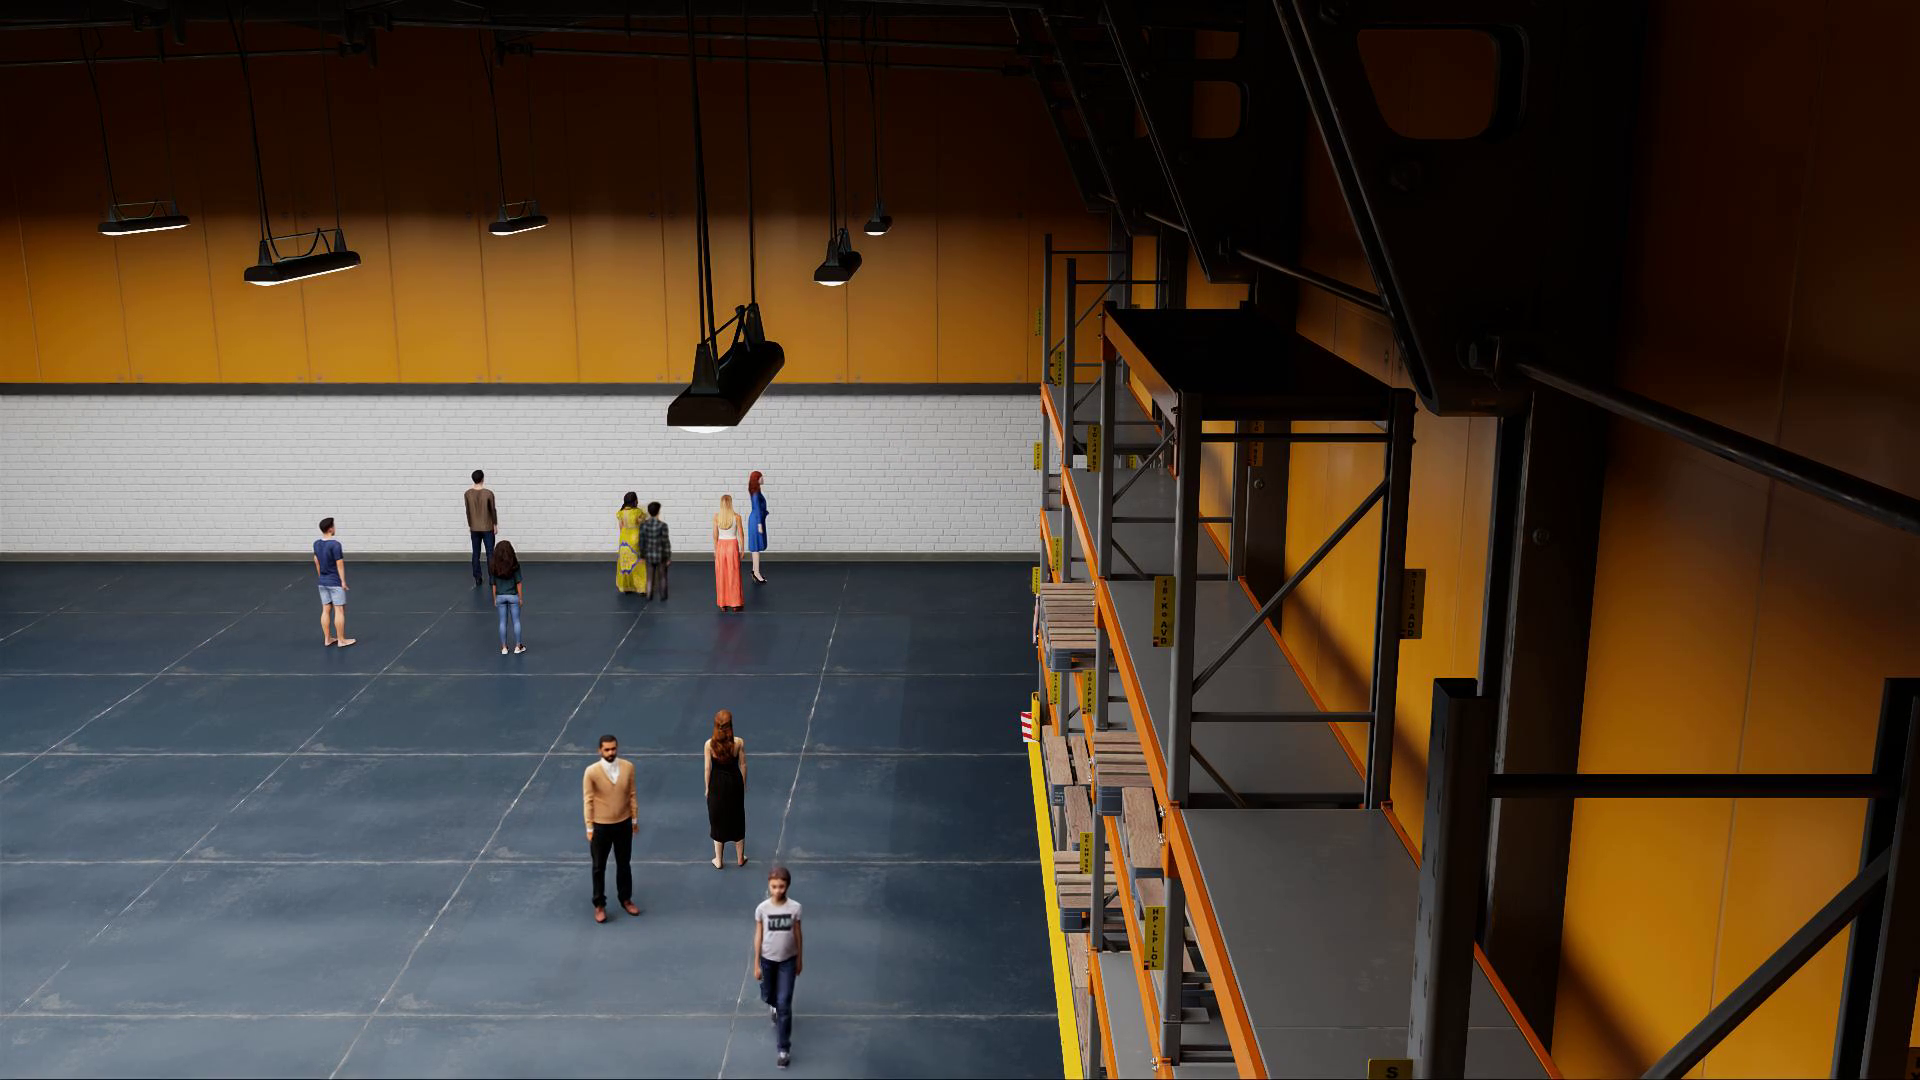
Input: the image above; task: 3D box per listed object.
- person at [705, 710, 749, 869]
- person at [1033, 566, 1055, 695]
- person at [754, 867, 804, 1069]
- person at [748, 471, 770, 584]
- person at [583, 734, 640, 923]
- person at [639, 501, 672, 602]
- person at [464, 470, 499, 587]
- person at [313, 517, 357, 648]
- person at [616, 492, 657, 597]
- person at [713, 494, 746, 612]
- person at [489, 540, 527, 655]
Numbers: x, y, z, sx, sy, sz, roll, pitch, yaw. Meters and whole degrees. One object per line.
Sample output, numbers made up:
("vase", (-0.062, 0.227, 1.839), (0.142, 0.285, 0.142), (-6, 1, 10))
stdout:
("person", (-2.313, 2.449, 16.416), (0.635, 1.625, 0.646), (-4, 14, -14))
("person", (1.170, 1.175, 21.430), (0.676, 1.742, 0.698), (9, 16, 32))
("person", (-1.443, 3.287, 13.139), (0.563, 1.540, 1.012), (-1, 14, -3))
("person", (-3.296, -0.223, 27.017), (0.711, 1.829, 0.566), (-3, 14, -10))
("person", (-3.227, 2.631, 15.392), (0.754, 1.754, 0.761), (-8, 16, -28))
("person", (-4.764, 0.232, 25.950), (0.723, 1.720, 0.633), (3, 14, 13))
("person", (-7.713, -0.208, 26.830), (0.645, 1.888, 0.553), (0, 14, 2))
("person", (-8.926, 0.592, 23.613), (0.692, 1.847, 0.681), (5, 15, 21))
("person", (-5.167, 0.043, 26.279), (0.968, 1.660, 0.942), (5, 15, 22))
("person", (-3.546, 0.187, 25.386), (0.656, 1.801, 0.609), (2, 14, 7))
("person", (-6.330, 0.793, 23.273), (0.592, 1.617, 0.582), (0, 14, -2))
